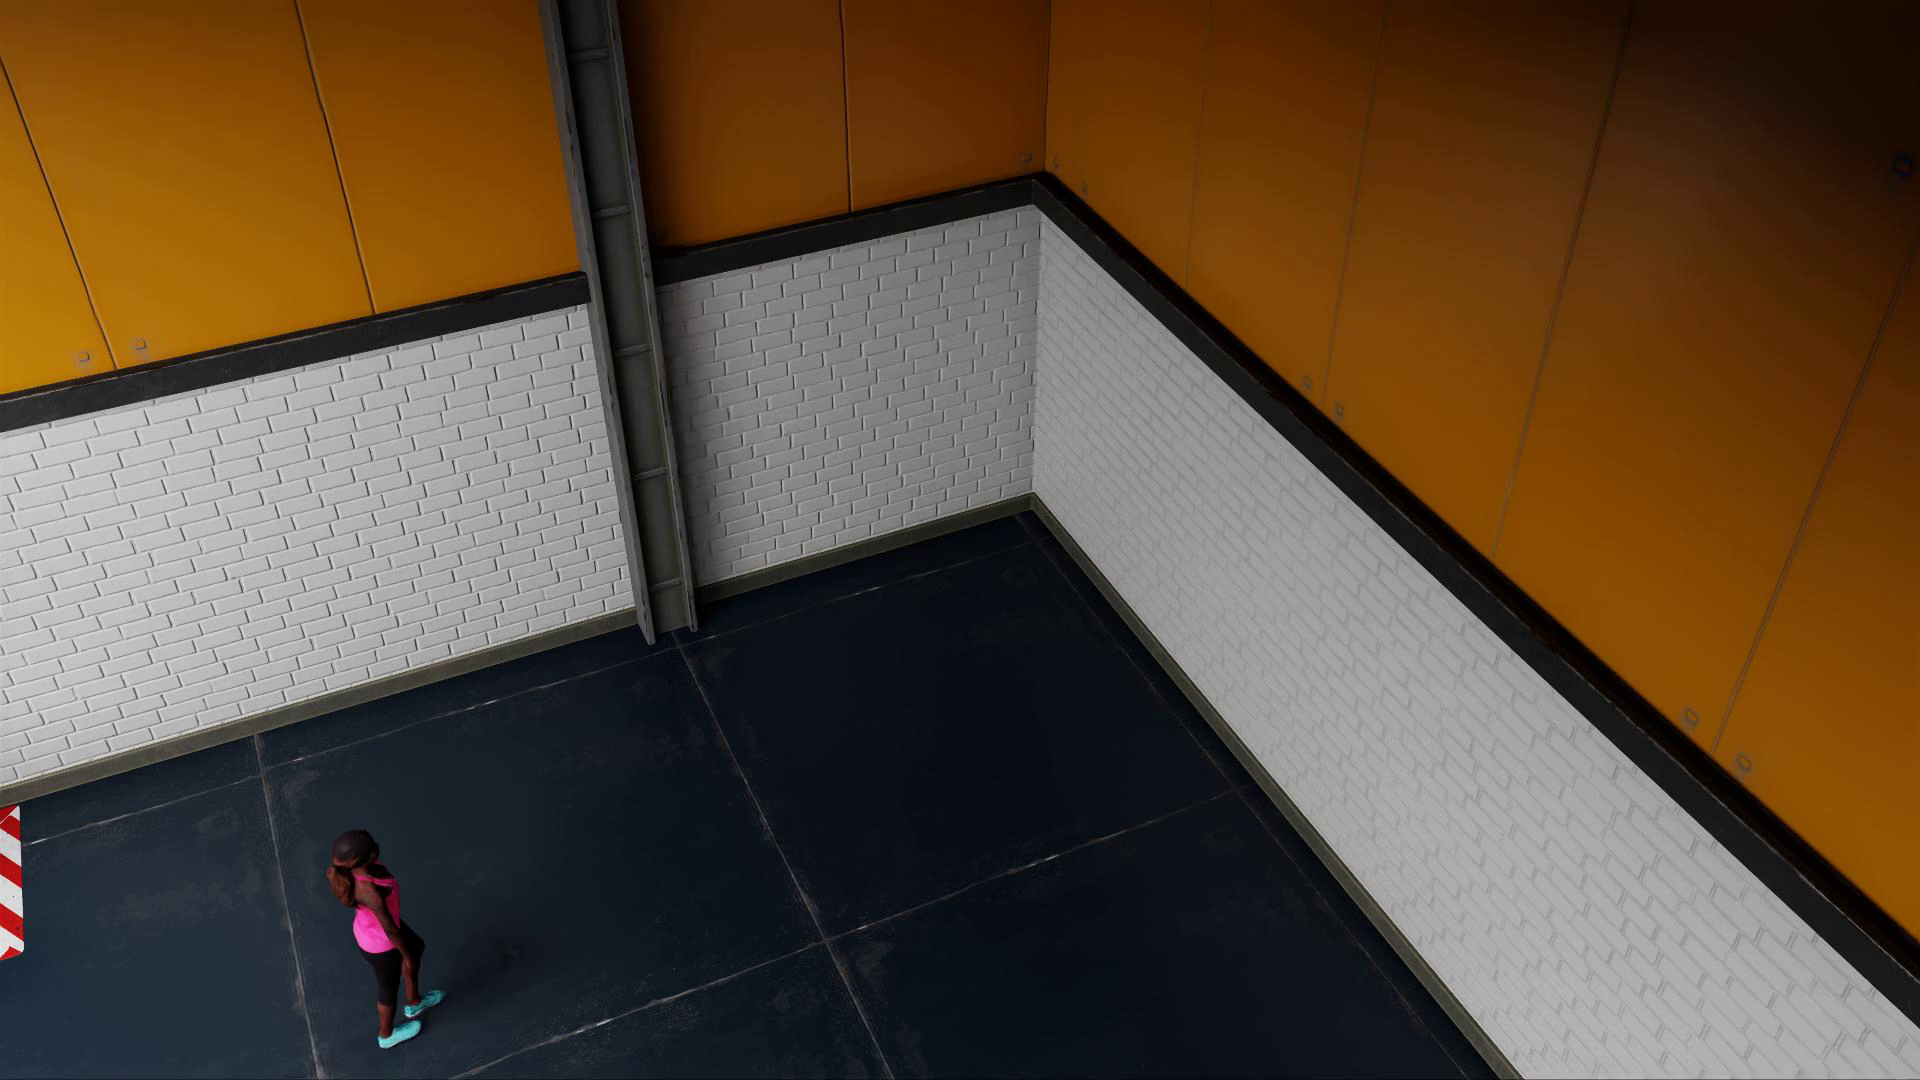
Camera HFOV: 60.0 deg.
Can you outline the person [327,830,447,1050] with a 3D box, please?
[{"bbox_3d":[-3.309,2.261,9.266,0.729,1.706,0.655,-24,45,-27],"label":"person"}]
